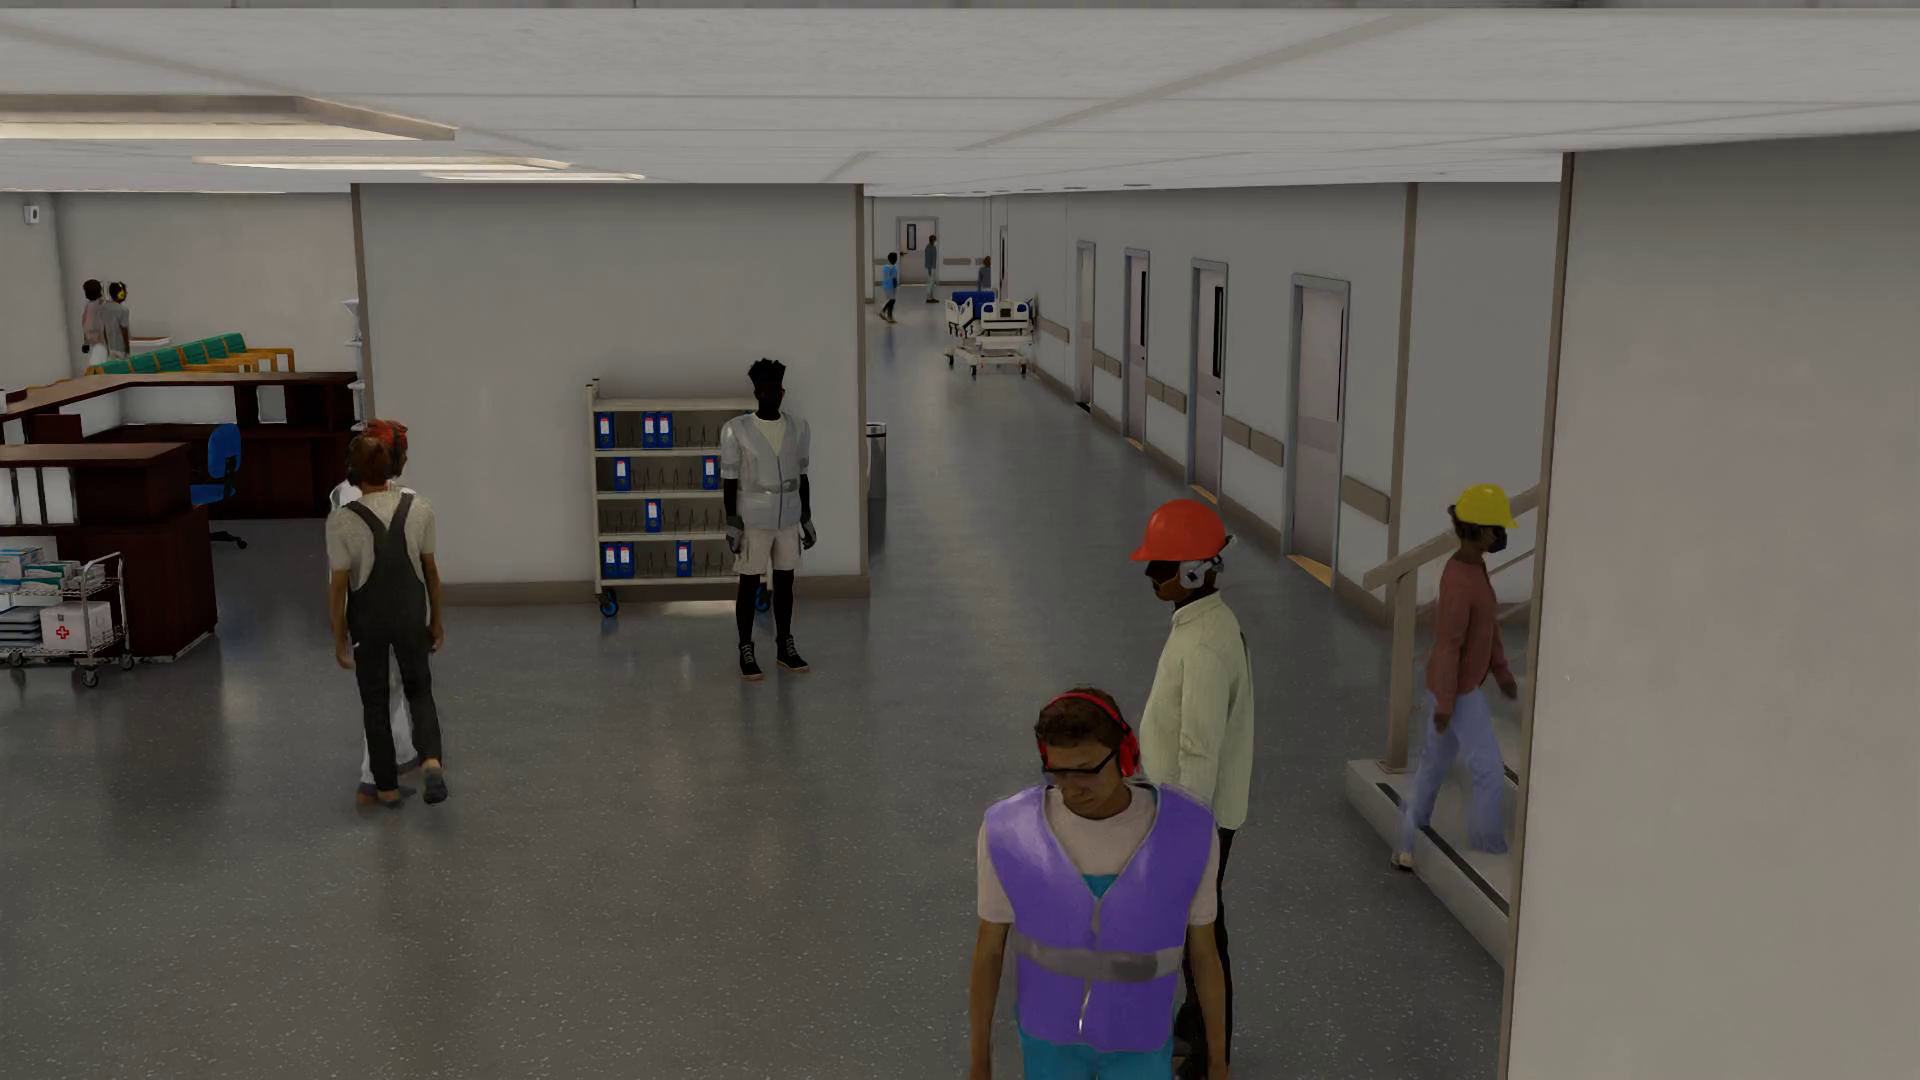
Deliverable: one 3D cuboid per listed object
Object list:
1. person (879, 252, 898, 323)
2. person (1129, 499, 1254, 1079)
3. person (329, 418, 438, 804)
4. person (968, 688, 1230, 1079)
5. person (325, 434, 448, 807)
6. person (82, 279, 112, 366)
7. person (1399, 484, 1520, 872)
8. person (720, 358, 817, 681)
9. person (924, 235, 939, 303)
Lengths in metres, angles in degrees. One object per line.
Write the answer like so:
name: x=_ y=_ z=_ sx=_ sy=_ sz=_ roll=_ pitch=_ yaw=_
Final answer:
person: x=-1.644 y=-5.996 z=39.528 sx=0.380 sy=1.687 sz=0.536 roll=-5 pitch=12 yaw=-22
person: x=0.732 y=0.848 z=5.361 sx=0.404 sy=1.985 sz=0.602 roll=1 pitch=12 yaw=7
person: x=-2.843 y=0.330 z=8.223 sx=0.605 sy=1.889 sz=0.540 roll=7 pitch=13 yaw=31
person: x=0.333 y=1.211 z=3.993 sx=0.636 sy=1.813 sz=0.456 roll=1 pitch=12 yaw=6
person: x=-2.690 y=0.411 z=7.856 sx=0.539 sy=1.833 sz=0.586 roll=-8 pitch=14 yaw=-33
person: x=-12.125 y=-2.742 z=23.319 sx=0.673 sy=1.809 sz=0.675 roll=-11 pitch=16 yaw=-44
person: x=2.237 y=0.630 z=7.012 sx=0.730 sy=1.743 sz=0.531 roll=4 pitch=12 yaw=18
person: x=-1.166 y=-0.133 z=10.191 sx=0.604 sy=1.966 sz=0.367 roll=-7 pitch=14 yaw=-32
person: x=-0.814 y=-7.705 z=47.297 sx=0.384 sy=1.930 sz=0.634 roll=3 pitch=12 yaw=13
